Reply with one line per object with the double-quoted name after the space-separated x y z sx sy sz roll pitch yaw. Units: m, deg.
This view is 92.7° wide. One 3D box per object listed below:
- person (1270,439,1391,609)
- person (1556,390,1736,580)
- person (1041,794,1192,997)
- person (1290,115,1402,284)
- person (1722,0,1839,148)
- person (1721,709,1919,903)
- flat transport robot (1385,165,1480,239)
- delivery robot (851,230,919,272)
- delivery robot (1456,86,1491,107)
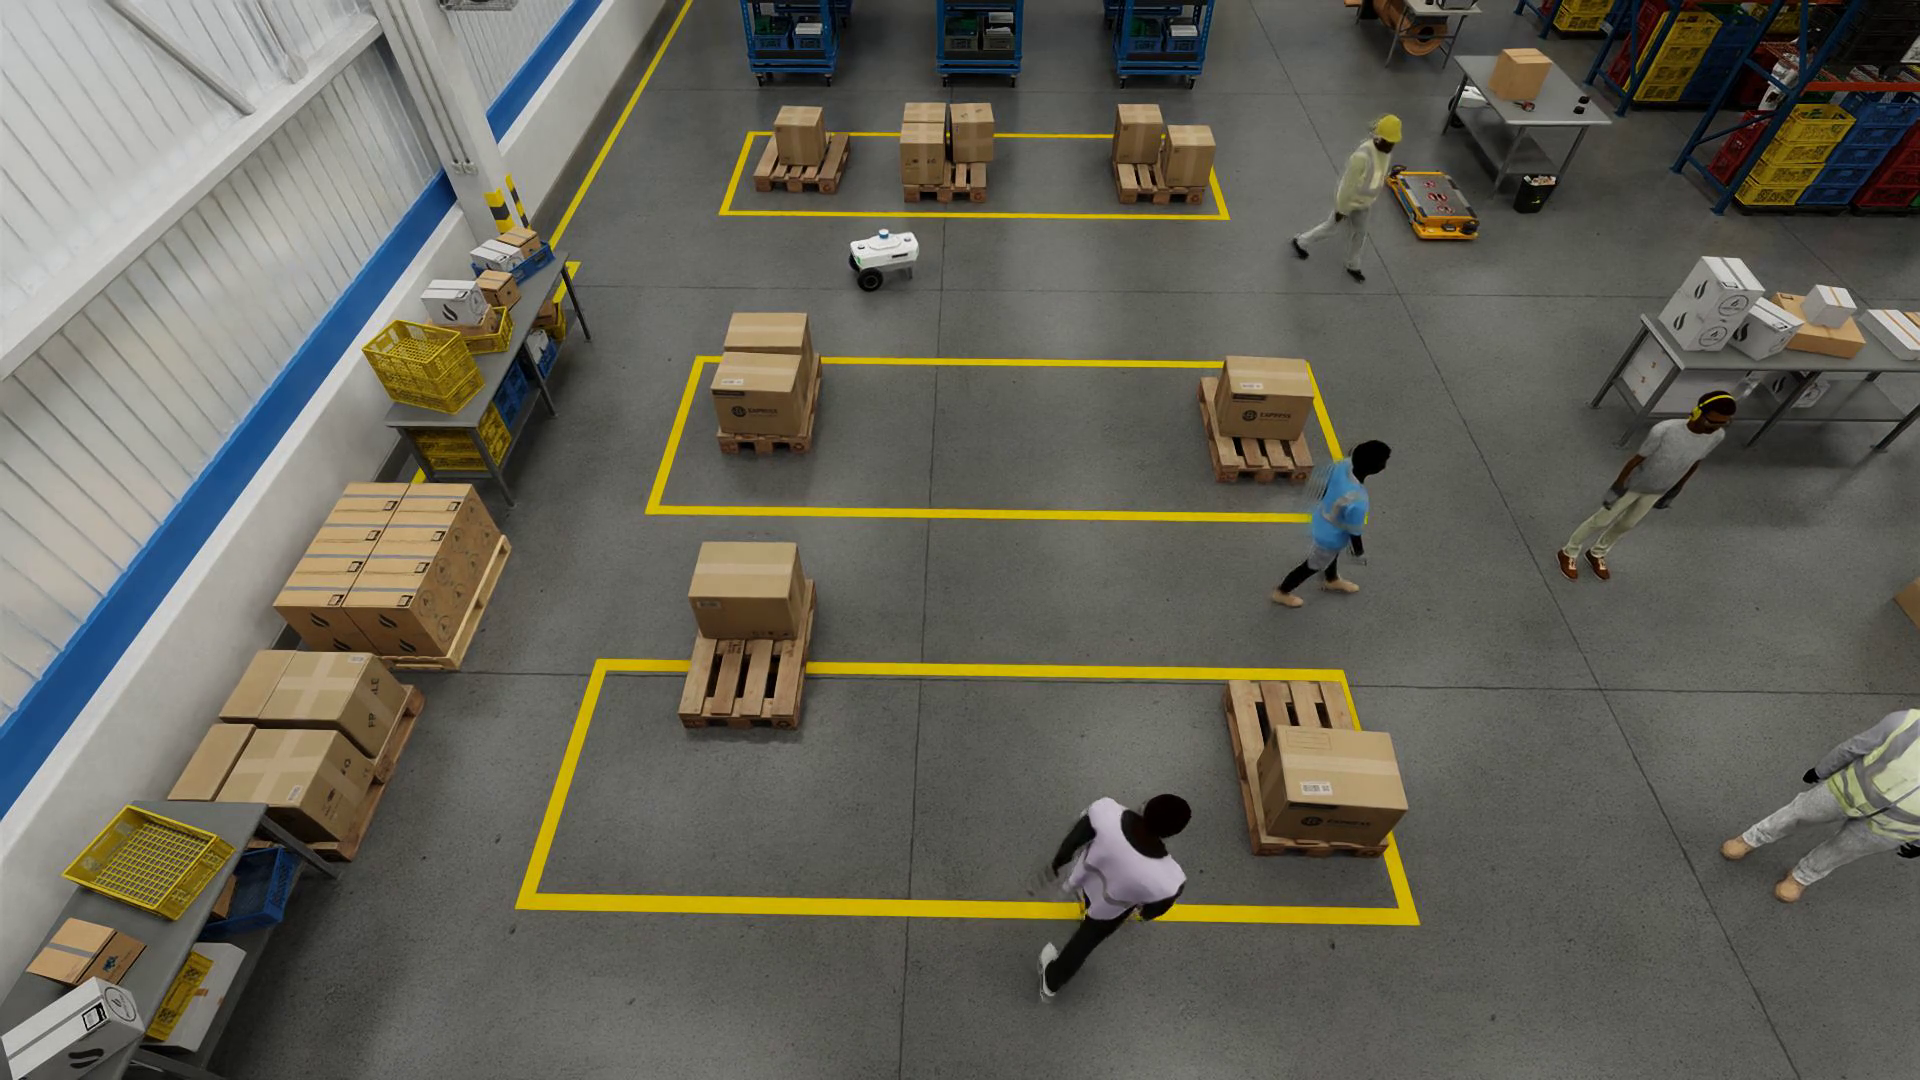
2.782 -0.060 6.647 0.685 1.665 0.552 7 50 6 "person"
5.079 -0.373 6.803 0.503 1.854 0.327 4 49 4 "person"
0.778 1.861 4.869 0.839 1.863 0.606 -23 53 -19 "person"
4.134 -3.664 9.697 0.632 1.788 0.879 -31 56 -24 "person"
10.191 -5.680 11.373 0.338 1.881 0.582 28 55 22 "person"
5.166 1.500 5.185 0.429 1.841 0.633 -27 54 -22 "person"
5.692 -4.094 11.059 0.652 0.197 1.431 1 49 1 "flat transport robot"
-0.812 -3.141 9.988 0.707 0.478 0.477 -13 50 -11 "delivery robot"
7.100 -5.963 12.430 0.707 0.478 0.477 15 51 13 "delivery robot"
